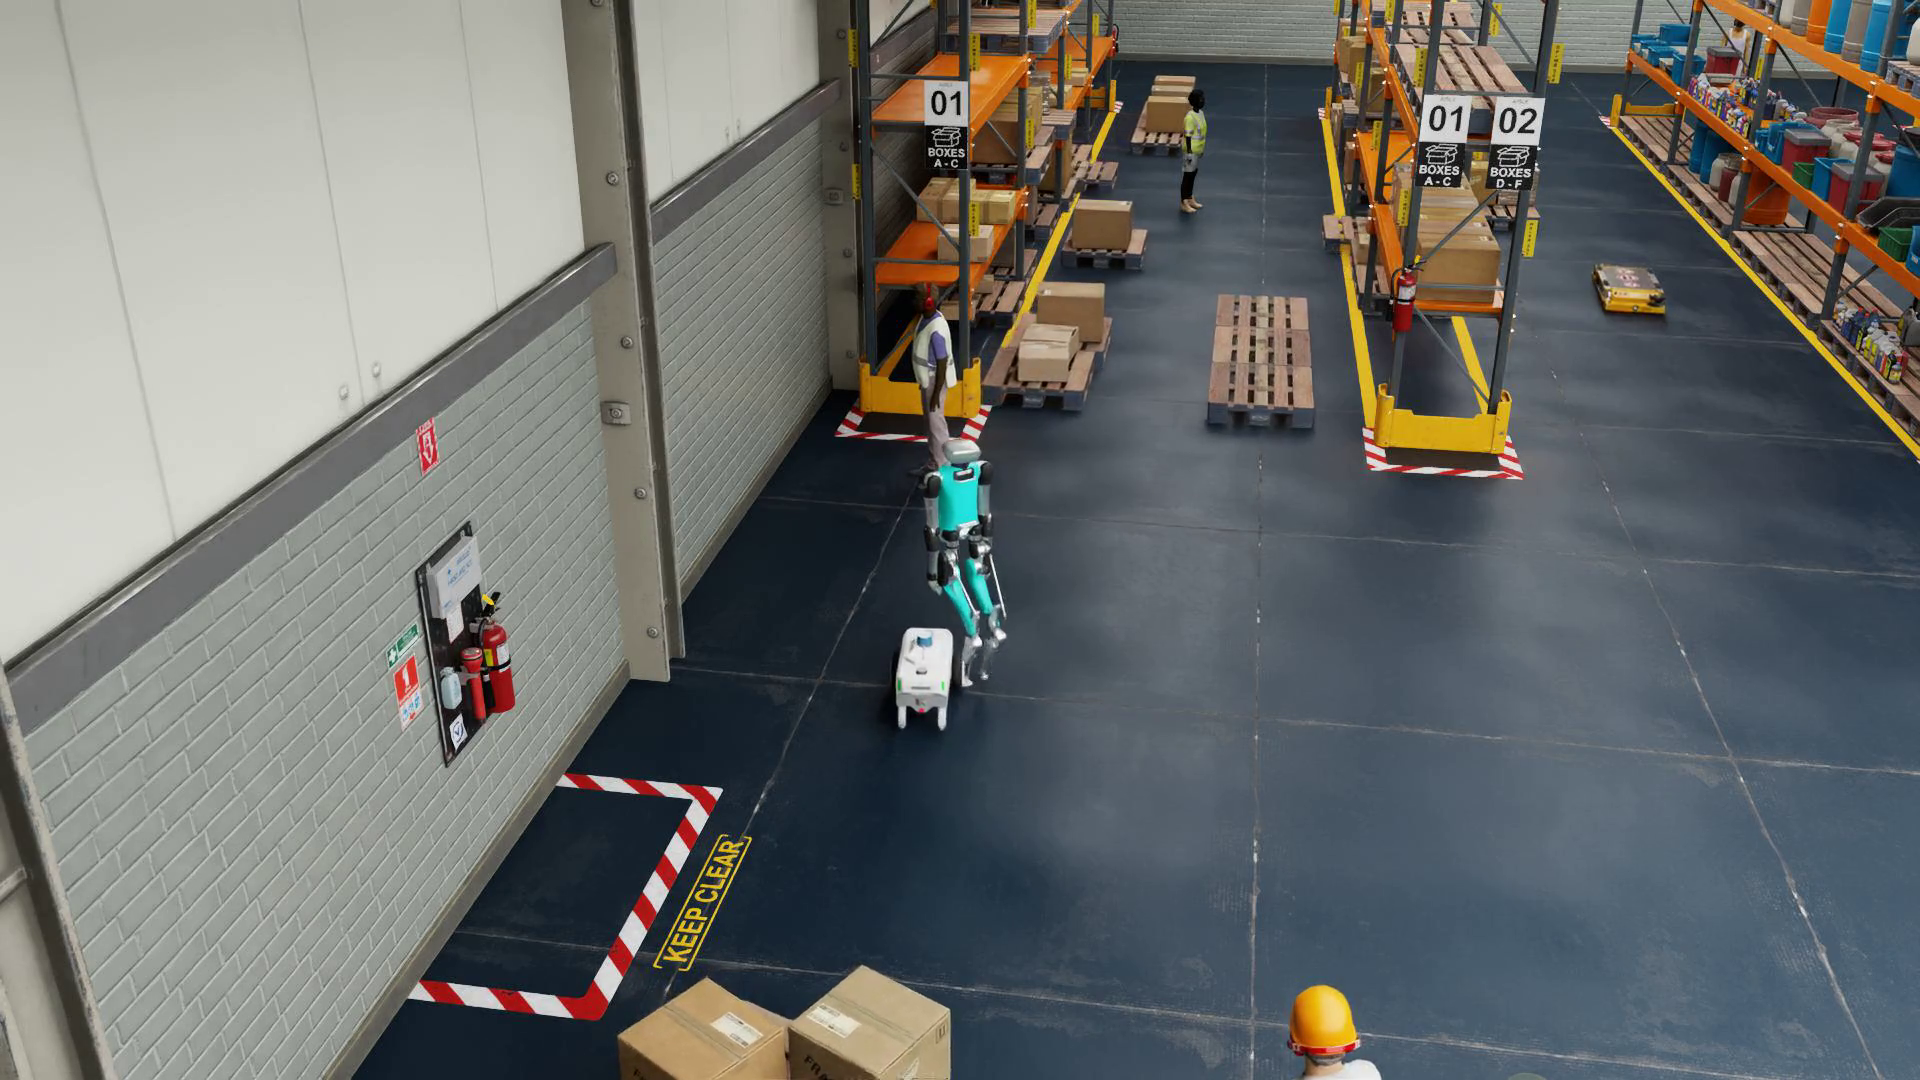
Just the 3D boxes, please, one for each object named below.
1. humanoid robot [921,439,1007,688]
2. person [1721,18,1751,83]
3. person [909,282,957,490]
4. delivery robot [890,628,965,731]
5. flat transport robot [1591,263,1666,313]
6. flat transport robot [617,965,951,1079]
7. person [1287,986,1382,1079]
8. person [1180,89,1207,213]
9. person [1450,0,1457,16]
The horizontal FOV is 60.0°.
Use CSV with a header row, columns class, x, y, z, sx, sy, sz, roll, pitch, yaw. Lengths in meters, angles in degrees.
class,x,y,z,sx,sy,sz,roll,pitch,yaw
humanoid robot,0.101,0.237,11.099,0.542,1.780,0.677,-16,30,-31
person,13.654,-8.388,29.428,0.518,1.864,0.379,6,26,13
person,-0.228,-1.336,14.353,0.389,1.845,0.562,-5,25,-10
delivery robot,-0.233,0.883,11.121,0.499,0.587,0.788,1,25,3
flat transport robot,7.932,-2.990,19.757,0.659,0.231,1.431,6,26,12
flat transport robot,-0.813,2.796,7.373,0.659,0.231,1.431,15,29,28
person,1.293,2.458,6.181,0.568,1.893,0.375,-13,28,-25
person,3.285,-5.470,23.373,0.318,1.699,0.535,12,27,23
person,9.293,-9.394,31.695,0.309,1.767,0.532,-14,28,-27
